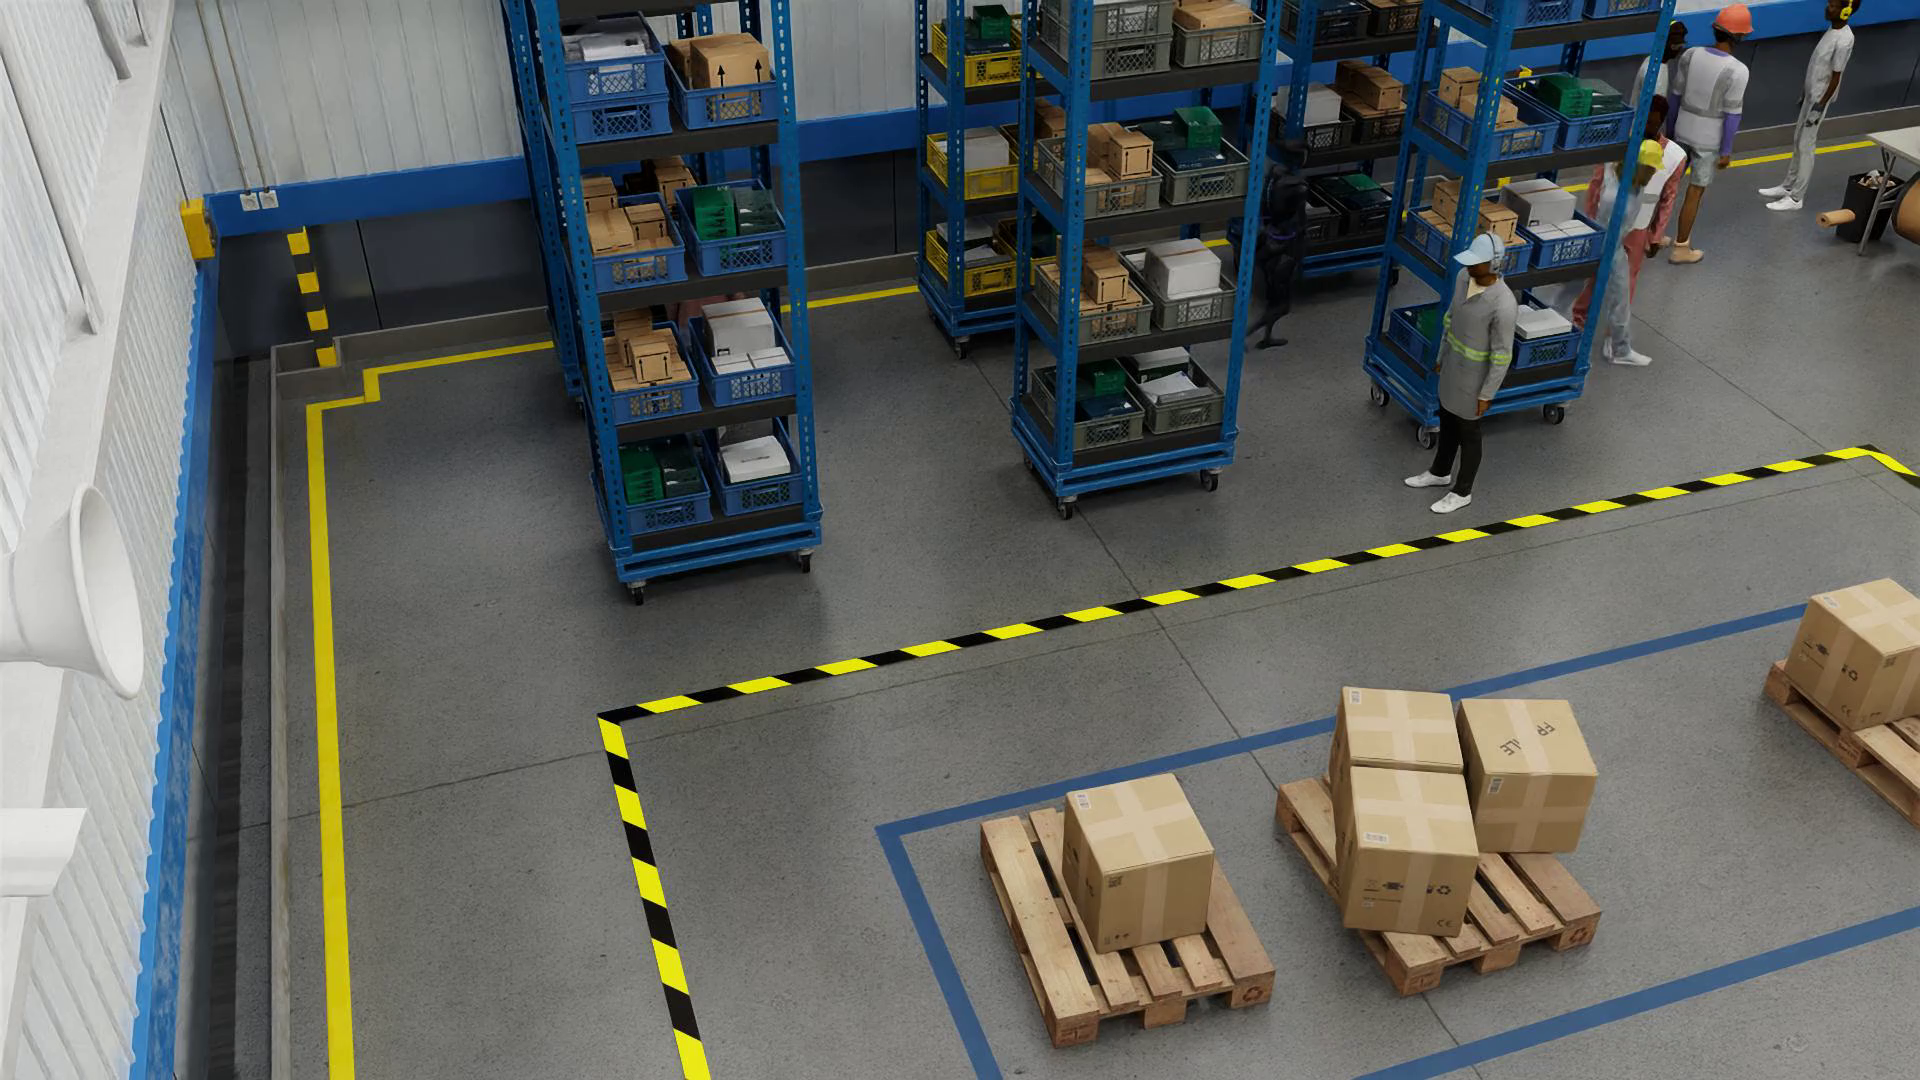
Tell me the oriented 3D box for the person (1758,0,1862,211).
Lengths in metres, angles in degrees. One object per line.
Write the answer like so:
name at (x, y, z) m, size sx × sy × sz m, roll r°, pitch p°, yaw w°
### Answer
person at (7.113, -3.671, 13.868) m, size 0.328 × 1.876 × 0.508 m, roll 7°, pitch 36°, yaw 10°

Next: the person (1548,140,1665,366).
person at (4.560, -1.988, 11.633) m, size 0.567 × 1.694 × 0.860 m, roll -27°, pitch 44°, yaw -33°

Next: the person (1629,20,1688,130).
person at (5.418, -3.203, 13.213) m, size 0.315 × 1.864 × 0.521 m, roll 17°, pitch 38°, yaw 22°

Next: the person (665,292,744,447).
person at (-1.633, -1.405, 10.746) m, size 0.524 × 1.769 × 0.313 m, roll 3°, pitch 35°, yaw 4°

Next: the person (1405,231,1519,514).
person at (3.056, -1.017, 10.124) m, size 0.394 × 1.850 × 0.598 m, roll -9°, pitch 36°, yaw -13°

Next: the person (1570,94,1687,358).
person at (4.706, -2.235, 11.792) m, size 0.591 × 1.921 × 0.390 m, roll 21°, pitch 40°, yaw 26°

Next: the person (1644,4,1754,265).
person at (5.798, -3.164, 13.004) m, size 0.389 × 2.040 × 0.613 m, roll -18°, pitch 39°, yaw -24°

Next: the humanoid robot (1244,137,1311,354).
humanoid robot at (2.184, -2.070, 11.782) m, size 0.520 × 1.641 × 0.610 m, roll -12°, pitch 37°, yaw -17°
